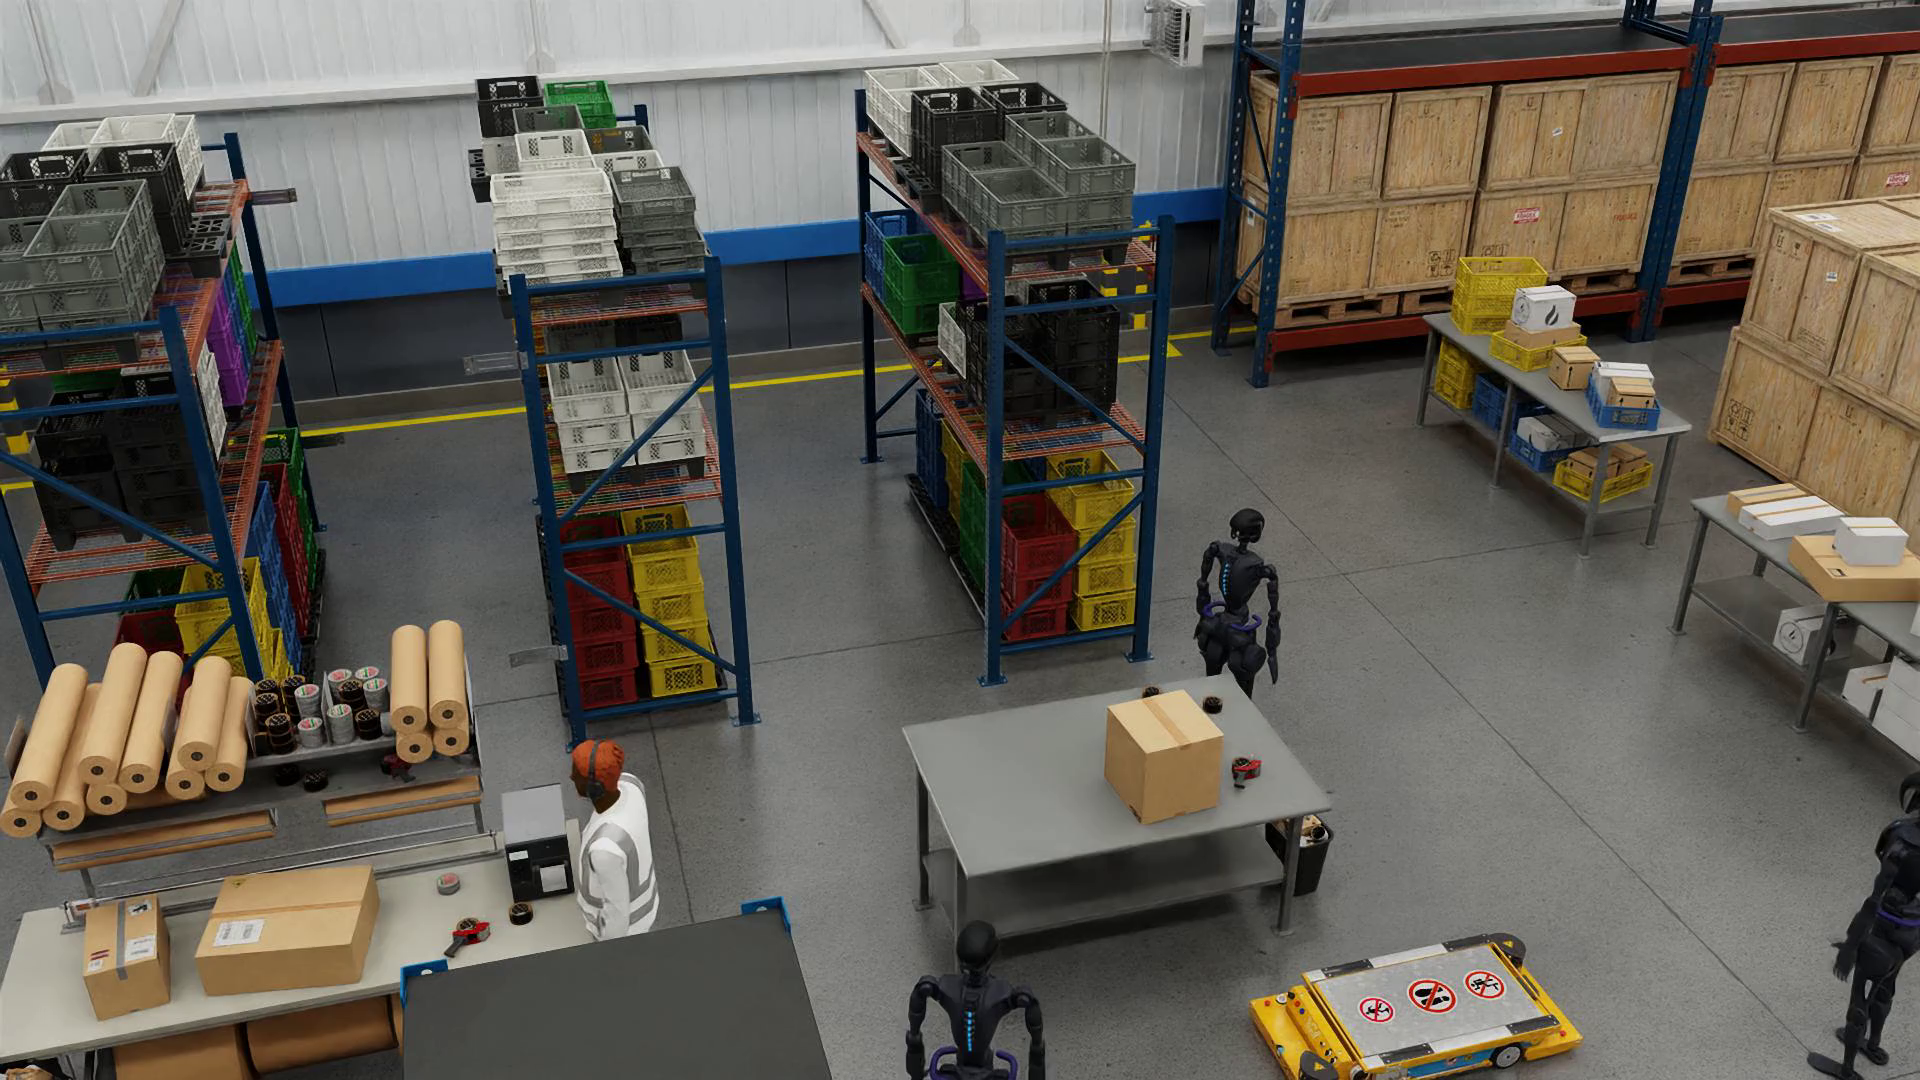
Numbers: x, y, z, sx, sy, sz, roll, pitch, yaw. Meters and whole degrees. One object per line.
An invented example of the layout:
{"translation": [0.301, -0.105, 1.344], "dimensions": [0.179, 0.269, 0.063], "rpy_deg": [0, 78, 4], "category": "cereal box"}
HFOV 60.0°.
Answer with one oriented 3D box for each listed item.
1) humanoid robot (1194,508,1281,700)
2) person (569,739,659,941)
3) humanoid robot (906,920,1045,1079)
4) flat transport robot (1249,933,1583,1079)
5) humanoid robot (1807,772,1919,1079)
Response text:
{"translation": [1.596, 0.562, 9.663], "dimensions": [0.610, 1.657, 0.315], "rpy_deg": [26, 38, 38], "category": "humanoid robot"}
{"translation": [-1.520, 1.680, 7.428], "dimensions": [0.344, 1.882, 0.584], "rpy_deg": [0, 29, -1], "category": "person"}
{"translation": [0.055, 2.205, 6.672], "dimensions": [0.598, 1.657, 0.324], "rpy_deg": [4, 29, 7], "category": "humanoid robot"}
{"translation": [2.184, 2.282, 7.980], "dimensions": [1.431, 0.197, 0.652], "rpy_deg": [-8, 30, -14], "category": "flat transport robot"}
{"translation": [4.202, 1.743, 7.528], "dimensions": [0.575, 1.657, 0.323], "rpy_deg": [-20, 35, -32], "category": "humanoid robot"}
